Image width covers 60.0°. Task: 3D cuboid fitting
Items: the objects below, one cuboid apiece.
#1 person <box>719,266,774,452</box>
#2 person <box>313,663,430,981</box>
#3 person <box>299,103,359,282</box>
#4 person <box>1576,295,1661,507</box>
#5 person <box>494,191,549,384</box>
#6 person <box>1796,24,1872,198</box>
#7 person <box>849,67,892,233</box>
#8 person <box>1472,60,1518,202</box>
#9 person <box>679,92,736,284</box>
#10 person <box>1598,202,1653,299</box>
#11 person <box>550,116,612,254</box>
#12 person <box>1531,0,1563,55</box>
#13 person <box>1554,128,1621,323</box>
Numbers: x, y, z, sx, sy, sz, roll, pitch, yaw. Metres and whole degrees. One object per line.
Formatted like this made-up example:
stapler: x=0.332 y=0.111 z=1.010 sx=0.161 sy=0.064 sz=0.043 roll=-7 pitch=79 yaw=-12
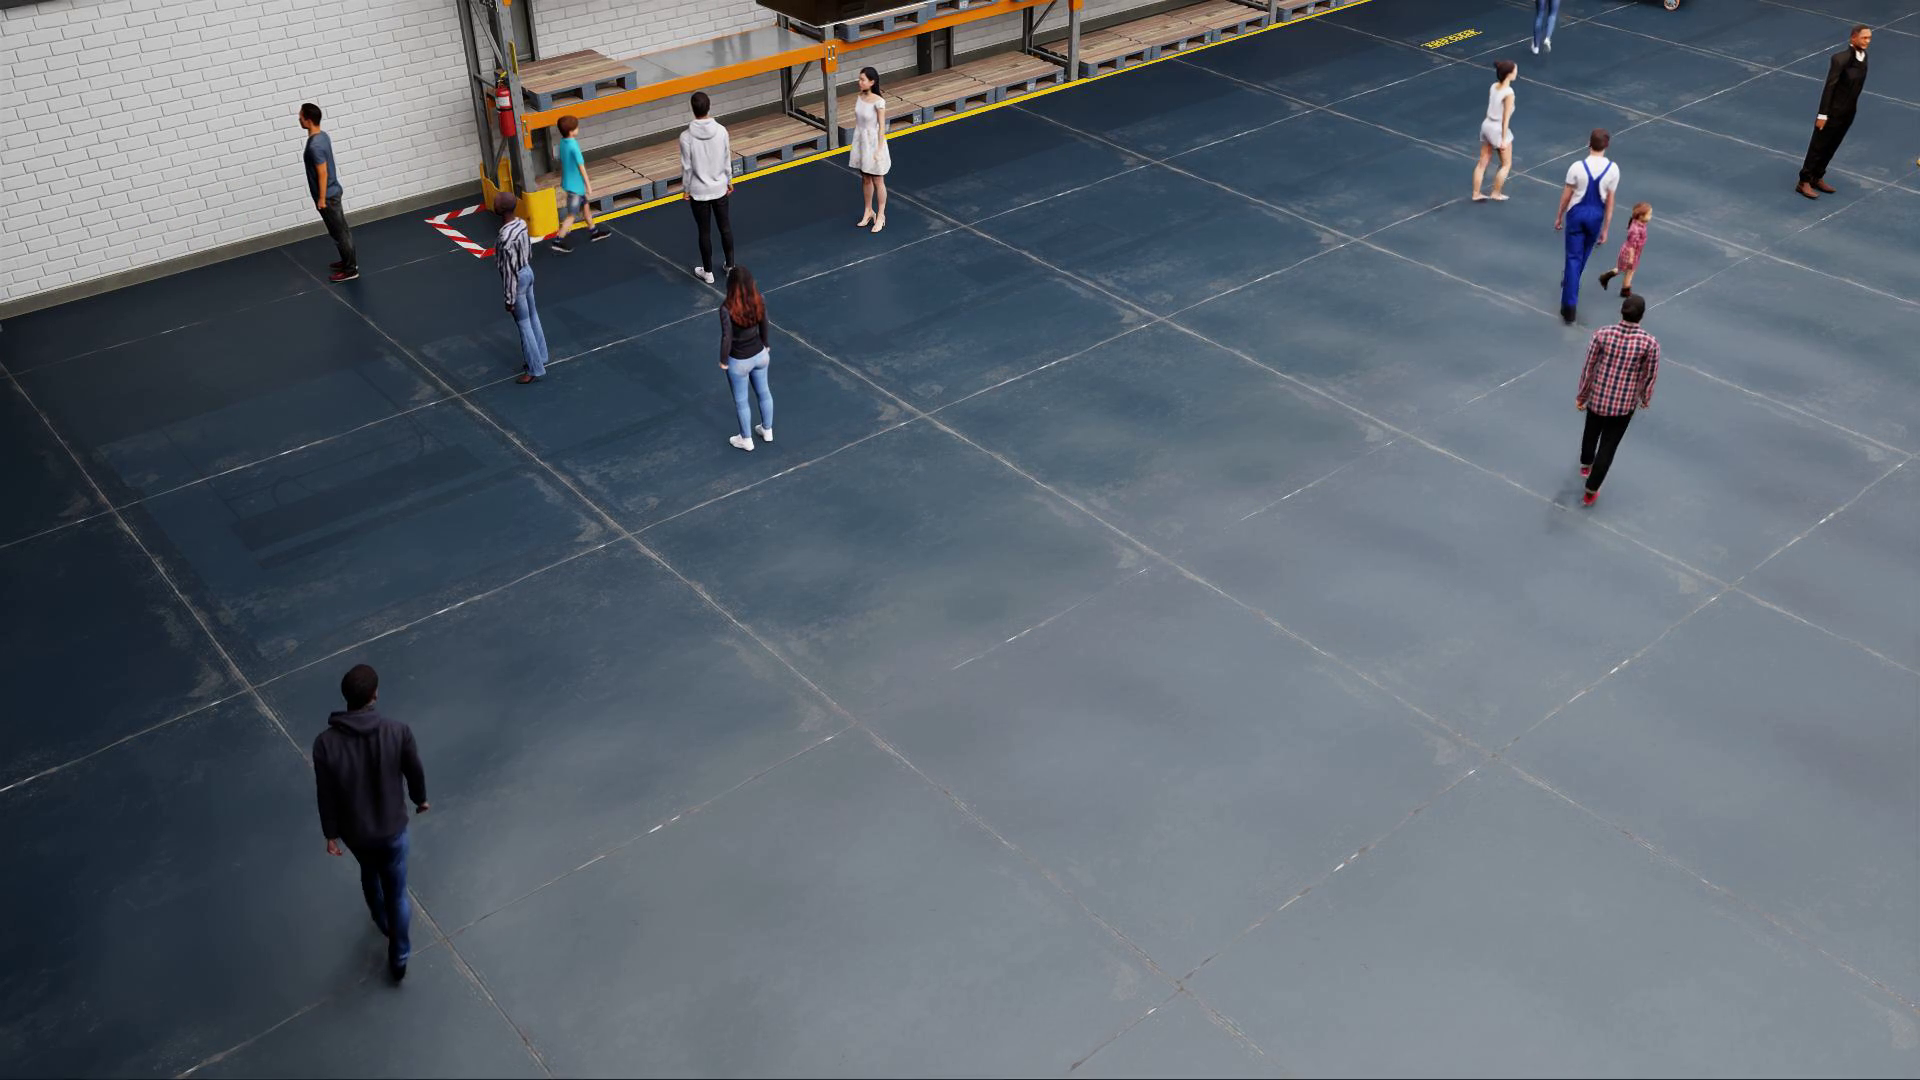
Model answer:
person: x=-1.780 y=-1.530 z=13.879 sx=0.496 sy=1.635 sz=0.698 roll=-27 pitch=42 yaw=-34
person: x=-3.176 y=1.610 z=8.980 sx=0.947 sy=1.828 sz=0.956 roll=-15 pitch=36 yaw=-21
person: x=-6.336 y=-3.497 z=16.679 sx=0.717 sy=1.810 sz=0.734 roll=-6 pitch=34 yaw=-9
person: x=5.117 y=-1.073 z=13.094 sx=0.866 sy=1.742 sz=1.060 roll=21 pitch=39 yaw=28
person: x=-3.925 y=-2.259 z=14.830 sx=0.741 sy=1.796 sz=0.689 roll=2 pitch=34 yaw=3
person: x=9.786 y=-4.800 z=18.555 sx=0.600 sy=1.904 sz=0.810 roll=-18 pitch=38 yaw=-25
person: x=-0.954 y=-4.161 z=17.711 sx=0.627 sy=1.775 sz=0.643 roll=-27 pitch=42 yaw=-34
person: x=5.851 y=-4.493 z=18.371 sx=0.758 sy=1.597 sz=0.694 roll=-11 pitch=35 yaw=-16
person: x=-2.510 y=-3.523 z=16.612 sx=0.597 sy=1.929 sz=0.793 roll=-16 pitch=37 yaw=-23
person: x=6.604 y=-2.873 z=16.462 sx=0.645 sy=1.011 sz=0.639 roll=11 pitch=35 yaw=17
person: x=-4.082 y=-3.684 z=17.313 sx=0.957 sy=1.420 sz=0.546 roll=-22 pitch=40 yaw=-30
person: x=8.071 y=-7.474 z=22.754 sx=0.844 sy=1.709 sz=0.930 roll=8 pitch=34 yaw=12
person: x=5.963 y=-2.976 z=15.898 sx=1.124 sy=1.807 sz=1.266 roll=7 pitch=34 yaw=10
